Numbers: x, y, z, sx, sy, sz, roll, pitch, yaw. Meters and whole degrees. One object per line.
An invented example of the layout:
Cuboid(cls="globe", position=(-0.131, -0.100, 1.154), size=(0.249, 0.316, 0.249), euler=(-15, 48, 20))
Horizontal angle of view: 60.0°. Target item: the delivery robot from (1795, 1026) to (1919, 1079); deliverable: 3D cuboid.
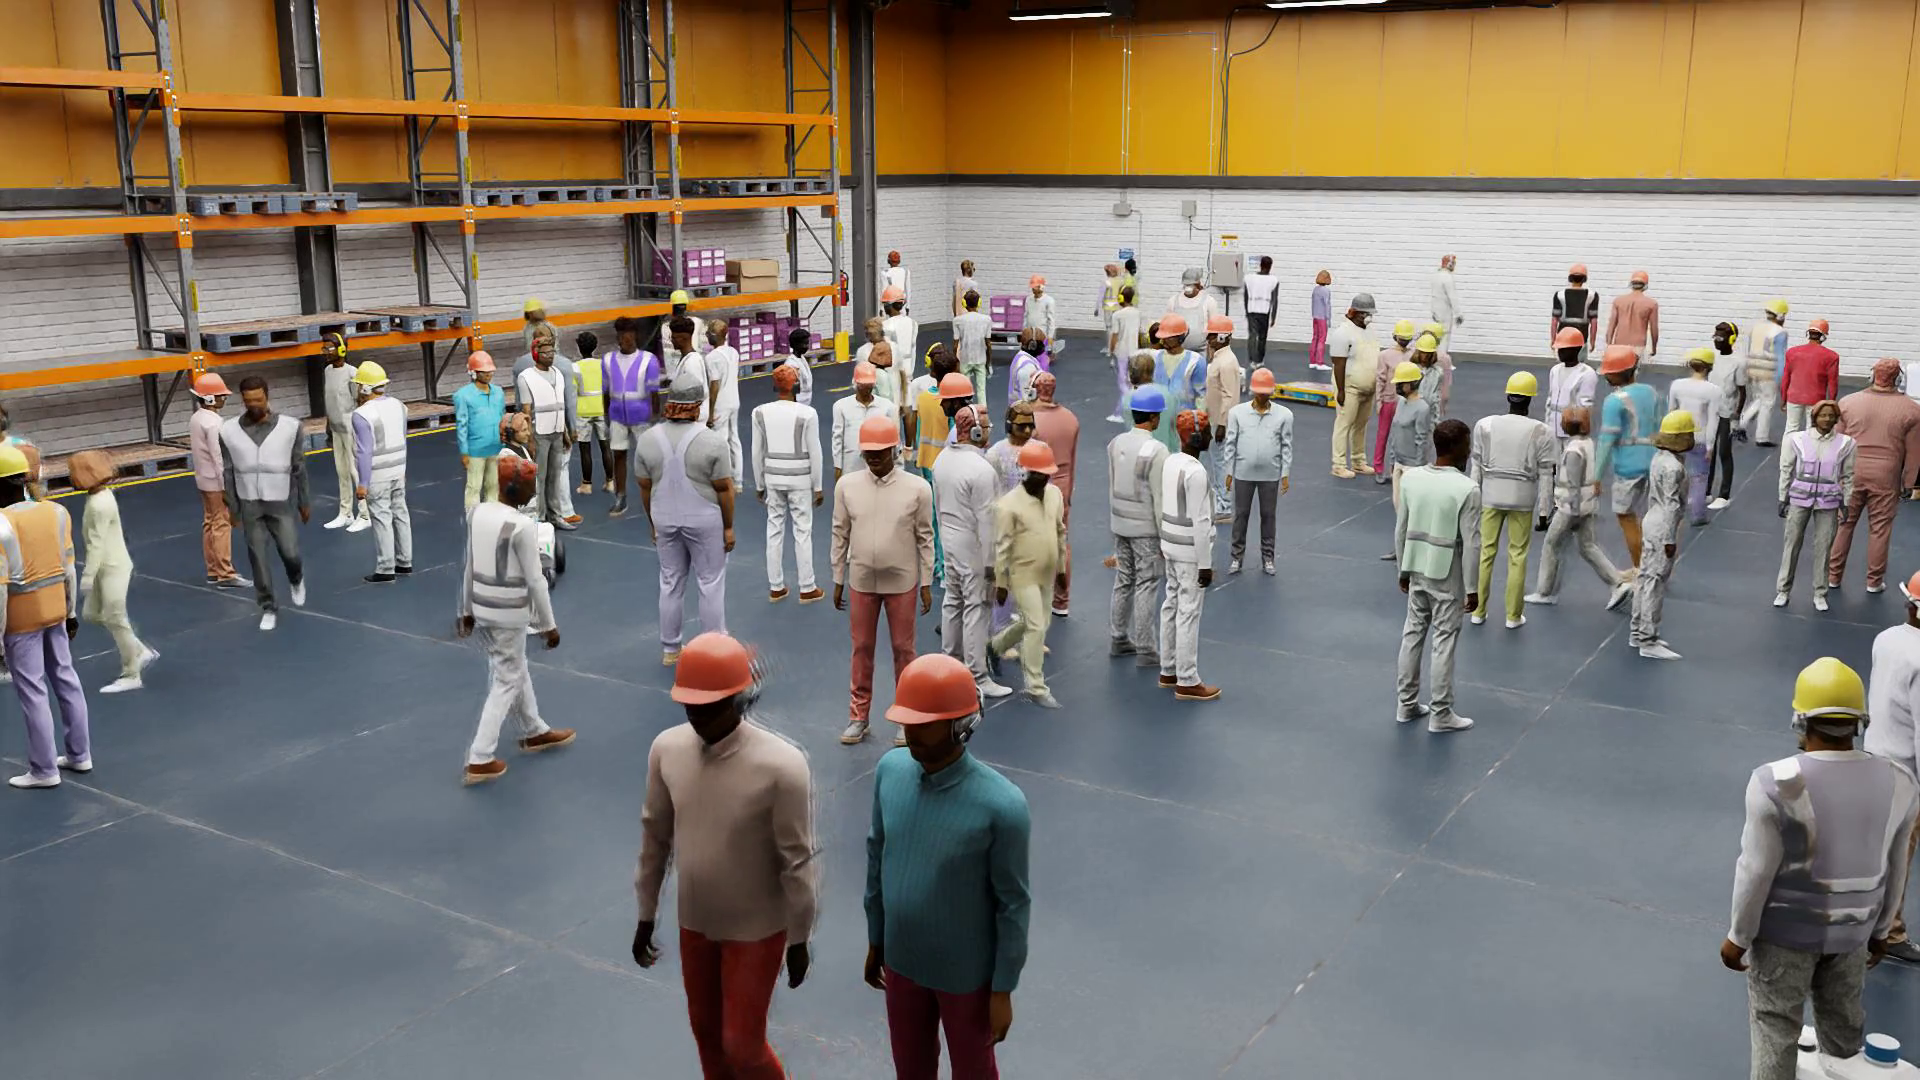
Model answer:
Cuboid(cls="delivery robot", position=(3.076, 1.903, 5.601), size=(0.477, 0.478, 0.707), euler=(-9, 15, -33))

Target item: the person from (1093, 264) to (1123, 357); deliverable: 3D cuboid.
Cuboid(cls="person", position=(2.573, -4.029, 29.231), size=(0.691, 1.613, 0.518), euler=(12, 18, 42))

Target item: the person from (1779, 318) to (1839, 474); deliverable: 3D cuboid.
Cuboid(cls="person", position=(9.291, -1.553, 18.207), size=(0.573, 1.738, 0.351), euler=(10, 16, 38))

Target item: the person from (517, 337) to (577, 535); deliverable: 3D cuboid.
Cuboid(cls="person", position=(-3.841, -0.961, 15.401), size=(0.389, 1.846, 0.567), euler=(6, 14, 24))

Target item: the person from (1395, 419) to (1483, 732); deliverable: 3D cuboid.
Cuboid(cls="person", position=(2.904, 0.217, 10.140), size=(0.374, 1.914, 0.596), euler=(-9, 16, -34))

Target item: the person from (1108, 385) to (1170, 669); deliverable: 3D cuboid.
Cuboid(cls="person", position=(1.249, -0.093, 11.440), size=(0.410, 1.940, 0.613), euler=(-7, 15, -28))

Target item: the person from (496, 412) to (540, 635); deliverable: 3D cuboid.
Cuboid(cls="person", position=(-3.249, -0.127, 12.234), size=(0.308, 1.639, 0.524), euler=(0, 13, -2))

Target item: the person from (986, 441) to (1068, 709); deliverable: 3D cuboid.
Cuboid(cls="person", position=(0.401, 0.191, 10.695), size=(0.716, 1.726, 0.569), euler=(12, 17, 41))

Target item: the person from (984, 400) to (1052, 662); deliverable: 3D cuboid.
Cuboid(cls="person", position=(0.401, -0.065, 11.551), size=(0.518, 1.835, 0.357), euler=(-9, 16, -34))

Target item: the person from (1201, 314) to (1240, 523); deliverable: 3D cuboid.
Cuboid(cls="person", position=(2.478, -1.161, 15.939), size=(0.381, 1.993, 0.622), euler=(0, 13, 2))

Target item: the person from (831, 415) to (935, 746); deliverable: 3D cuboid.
Cuboid(cls="person", position=(-0.462, 0.245, 9.844), size=(0.622, 1.992, 0.396), euler=(2, 13, 8))

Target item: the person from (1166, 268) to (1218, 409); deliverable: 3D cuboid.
Cuboid(cls="person", position=(3.019, -2.573, 21.967), size=(0.688, 2.000, 0.536), euler=(5, 14, 20))

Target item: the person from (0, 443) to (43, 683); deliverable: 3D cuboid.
Cuboid(cls="person", position=(-6.279, 0.154, 11.078), size=(0.467, 1.601, 0.522), euler=(-9, 16, -33))

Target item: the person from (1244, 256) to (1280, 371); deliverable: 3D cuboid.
Cuboid(cls="person", position=(4.947, -3.738, 27.407), size=(0.589, 1.868, 0.989), euler=(4, 13, 15))

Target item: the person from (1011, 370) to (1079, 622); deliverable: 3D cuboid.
Cuboid(cls="person", position=(0.600, -0.319, 12.482), size=(0.399, 1.909, 0.642), euler=(12, 17, 42))

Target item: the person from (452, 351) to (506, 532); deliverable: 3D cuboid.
Cuboid(cls="person", position=(-4.301, -0.838, 15.064), size=(0.327, 1.753, 0.561), euler=(8, 15, 32))

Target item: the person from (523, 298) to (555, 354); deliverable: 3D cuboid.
Cuboid(cls="person", position=(-5.314, -2.236, 21.213), size=(0.490, 1.725, 0.599), euler=(8, 15, 30))

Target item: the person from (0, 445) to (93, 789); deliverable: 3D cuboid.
Cuboid(cls="person", position=(-5.160, 0.426, 9.212), size=(0.385, 1.922, 0.594), euler=(4, 14, 17))

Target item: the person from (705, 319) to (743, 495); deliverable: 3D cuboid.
Cuboid(cls="person", position=(-2.436, -1.334, 17.022), size=(0.345, 1.845, 0.505), euler=(6, 14, 25))

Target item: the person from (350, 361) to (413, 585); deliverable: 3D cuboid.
Cuboid(cls="person", position=(-4.754, -0.547, 13.628), size=(0.404, 1.836, 0.592), euler=(4, 14, 18))

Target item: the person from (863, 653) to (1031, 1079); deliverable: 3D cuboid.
Cuboid(cls="person", position=(-0.067, 1.312, 5.213), size=(0.610, 1.996, 0.378), euler=(10, 16, 37))

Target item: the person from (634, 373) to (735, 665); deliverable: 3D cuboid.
Cuboid(cls="person", position=(-1.831, -0.137, 11.399), size=(0.684, 2.000, 0.538), euler=(4, 13, 15))

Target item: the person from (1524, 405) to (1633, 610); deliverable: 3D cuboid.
Cuboid(cls="person", position=(4.810, -0.243, 12.825), size=(0.777, 1.608, 0.514), euler=(9, 16, 33))

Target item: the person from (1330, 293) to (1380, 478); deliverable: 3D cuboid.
Cuboid(cls="person", position=(4.353, -1.697, 18.166), size=(0.684, 2.000, 0.535), euler=(-12, 17, -41))

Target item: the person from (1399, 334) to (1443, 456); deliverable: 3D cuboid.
Cuboid(cls="person", position=(4.591, -1.180, 16.582), size=(0.487, 1.741, 0.312), euler=(-4, 14, -18))

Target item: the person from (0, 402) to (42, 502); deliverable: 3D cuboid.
Cuboid(cls="person", position=(-6.793, -0.125, 11.860), size=(0.513, 1.817, 0.905), euler=(-1, 13, -6))

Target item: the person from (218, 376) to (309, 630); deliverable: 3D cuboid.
Cuboid(cls="person", position=(-5.176, -0.303, 12.445), size=(0.589, 1.901, 0.558), euler=(-4, 13, -15))

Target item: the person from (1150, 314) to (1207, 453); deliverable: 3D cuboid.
Cuboid(cls="person", position=(1.990, -1.106, 15.613), size=(0.615, 2.034, 0.395), euler=(7, 15, 29))

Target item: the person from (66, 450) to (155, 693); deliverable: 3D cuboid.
Cuboid(cls="person", position=(-5.573, 0.217, 10.799), size=(0.367, 1.613, 0.492), euler=(-8, 15, -31))

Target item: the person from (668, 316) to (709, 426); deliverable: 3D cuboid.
Cuboid(cls="person", position=(-2.615, -1.188, 16.128), size=(0.372, 1.962, 0.609), euler=(-3, 13, -11))

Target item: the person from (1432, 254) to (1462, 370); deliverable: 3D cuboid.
Cuboid(cls="person", position=(7.994, -3.754, 27.407), size=(0.414, 1.903, 0.670), euler=(0, 13, -1))

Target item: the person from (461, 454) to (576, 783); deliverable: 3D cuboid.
Cuboid(cls="person", position=(-2.560, 0.422, 9.417), size=(0.656, 1.845, 0.805), euler=(12, 17, 41))

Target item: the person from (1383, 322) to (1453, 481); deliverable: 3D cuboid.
Cuboid(cls="person", position=(4.942, -1.469, 17.869), size=(0.644, 1.723, 0.393), euler=(1, 13, 4))

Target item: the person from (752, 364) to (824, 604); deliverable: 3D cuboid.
Cuboid(cls="person", position=(-1.338, -0.432, 13.025), size=(0.573, 1.883, 0.356), euler=(4, 14, 17))

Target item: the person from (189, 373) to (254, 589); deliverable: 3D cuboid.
Cuboid(cls="person", position=(-6.030, -0.482, 13.526), size=(0.329, 1.751, 0.567), euler=(-10, 17, -38))

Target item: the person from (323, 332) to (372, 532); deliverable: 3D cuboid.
Cuboid(cls="person", position=(-5.764, -1.010, 15.559), size=(0.521, 1.873, 0.334), euler=(9, 16, 33))

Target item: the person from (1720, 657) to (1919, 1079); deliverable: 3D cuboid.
Cuboid(cls="person", position=(2.883, 1.293, 5.658), size=(0.597, 1.828, 0.403), euler=(-1, 13, -5))

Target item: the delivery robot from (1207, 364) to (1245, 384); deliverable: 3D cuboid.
Cuboid(cls="delivery robot", position=(3.928, -2.465, 24.547), size=(0.477, 0.478, 0.707), euler=(-3, 13, -15))

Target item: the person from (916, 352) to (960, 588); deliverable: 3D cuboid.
Cuboid(cls="person", position=(-0.136, -0.567, 13.534), size=(0.383, 1.918, 0.597), euler=(-9, 16, -35))

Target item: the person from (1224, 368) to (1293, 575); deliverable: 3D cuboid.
Cuboid(cls="person", position=(2.491, -0.573, 13.925), size=(0.563, 1.749, 0.330), euler=(2, 13, 7))
